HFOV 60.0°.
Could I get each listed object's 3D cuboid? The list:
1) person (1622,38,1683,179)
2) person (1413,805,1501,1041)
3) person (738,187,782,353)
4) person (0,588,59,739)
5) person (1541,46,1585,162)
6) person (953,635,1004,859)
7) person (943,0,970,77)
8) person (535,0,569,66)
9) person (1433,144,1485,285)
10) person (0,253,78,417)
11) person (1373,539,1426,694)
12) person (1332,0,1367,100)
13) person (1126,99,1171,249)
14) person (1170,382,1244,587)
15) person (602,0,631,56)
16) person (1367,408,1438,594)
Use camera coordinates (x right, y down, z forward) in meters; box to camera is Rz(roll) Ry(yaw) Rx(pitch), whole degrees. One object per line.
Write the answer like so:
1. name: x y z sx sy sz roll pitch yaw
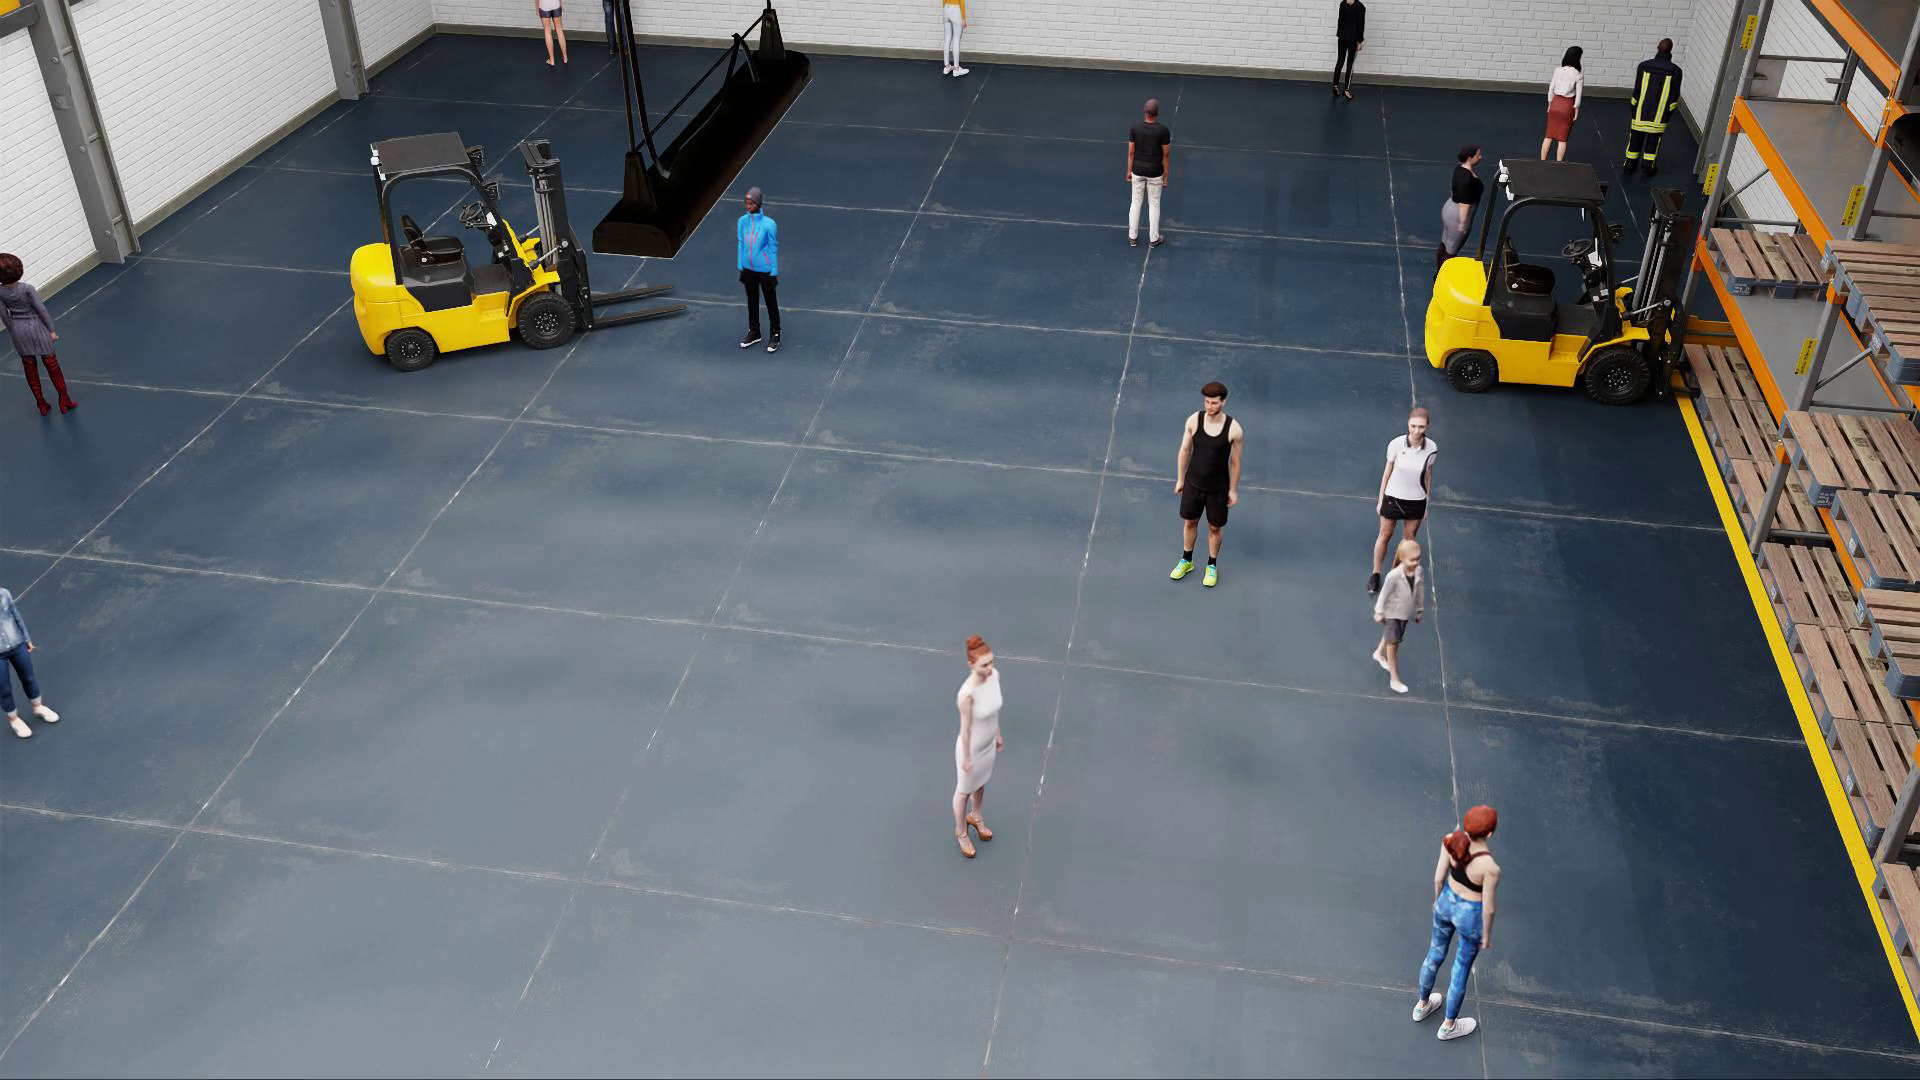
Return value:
1. person: 9.131 -5.711 21.925 0.842 1.821 0.817 19 38 27
2. person: 2.991 2.272 9.950 0.748 1.784 0.690 -22 39 -29
3. person: -2.131 -2.894 17.711 0.643 1.794 0.595 11 35 17
4. person: -7.164 0.805 12.435 0.689 1.475 0.562 21 39 29
5. person: 7.910 -5.614 21.843 0.674 1.751 0.691 28 43 35
6. person: 0.113 1.394 11.264 0.692 1.791 0.571 24 40 31
7. person: -0.107 -8.013 25.454 0.677 1.749 0.703 28 43 36
8. person: -6.386 -8.289 25.885 0.694 1.730 0.738 -18 38 -25
9. person: 5.632 -3.647 18.876 0.720 1.759 0.559 4 34 5
10. person: -9.222 -2.039 16.501 0.637 1.710 0.612 -4 34 -6
11. person: 3.402 0.522 13.063 0.782 1.251 0.899 -13 36 -19
12. person: 5.729 -7.365 24.517 0.727 1.707 0.703 -29 43 -36
13. person: 2.248 -4.402 19.972 0.687 1.804 0.602 9 35 13
14. person: 2.086 -0.486 14.003 0.739 1.891 0.648 12 36 18
15. person: -5.499 -8.631 26.289 0.676 1.855 0.601 10 35 14
16. person: 3.713 -0.326 13.888 0.576 1.751 0.537 4 34 6
